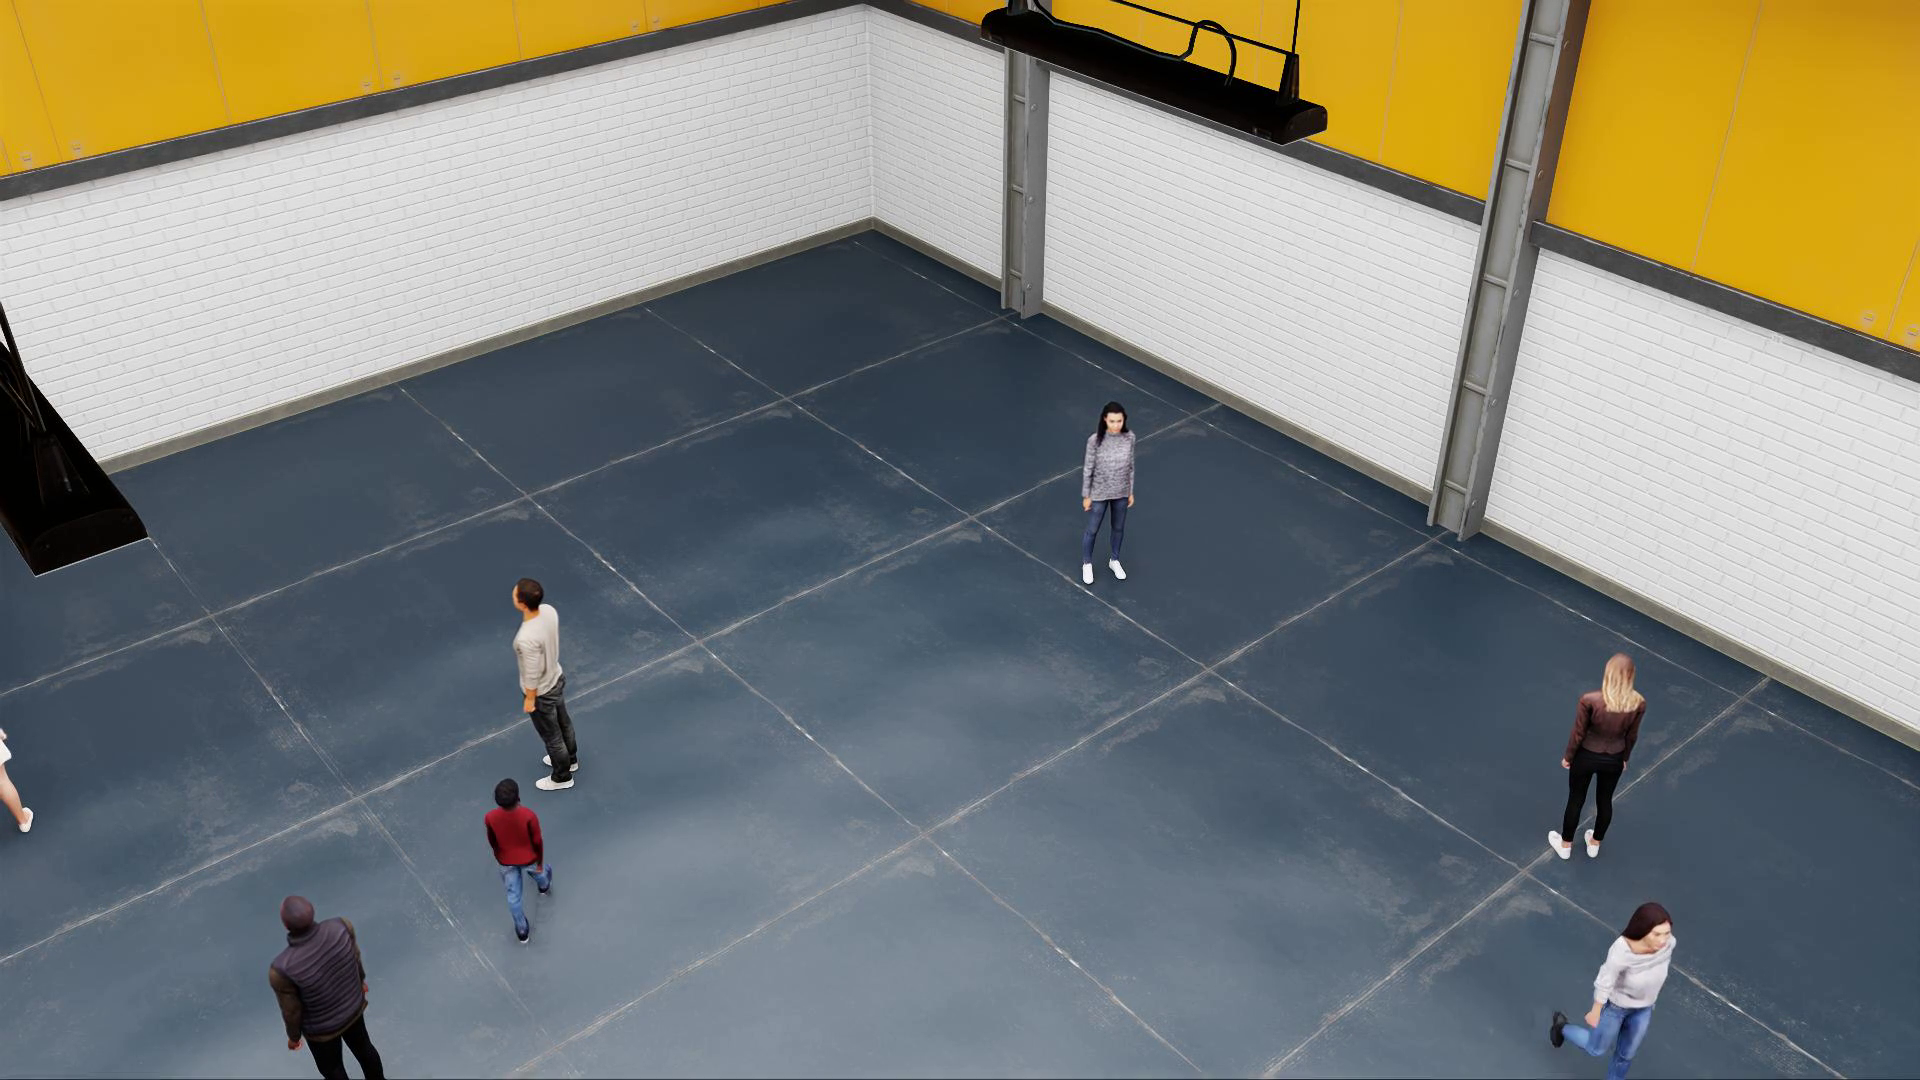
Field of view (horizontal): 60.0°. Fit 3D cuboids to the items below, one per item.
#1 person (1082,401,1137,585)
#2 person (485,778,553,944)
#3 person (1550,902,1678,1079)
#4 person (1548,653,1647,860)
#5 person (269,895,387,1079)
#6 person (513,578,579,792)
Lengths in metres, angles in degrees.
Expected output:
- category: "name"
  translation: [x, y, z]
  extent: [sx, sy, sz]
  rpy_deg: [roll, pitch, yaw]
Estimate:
- category: "person"
  translation: [1.285, -0.426, 14.277]
  extent: [0.694, 1.731, 0.683]
  rpy_deg: [-7, 34, -10]
- category: "person"
  translation: [-2.906, 2.117, 10.910]
  extent: [0.755, 1.225, 0.916]
  rpy_deg: [-6, 34, -9]
- category: "person"
  translation: [3.827, 2.667, 9.727]
  extent: [0.809, 1.618, 0.979]
  rpy_deg: [-11, 35, -15]
- category: "person"
  translation: [4.380, 1.496, 11.412]
  extent: [0.665, 1.703, 0.711]
  rpy_deg: [1, 34, 1]
- category: "person"
  translation: [-3.587, 2.698, 9.484]
  extent: [0.678, 1.835, 0.756]
  rpy_deg: [20, 39, 28]
- category: "person"
  translation: [-2.995, 1.030, 12.015]
  extent: [0.770, 1.812, 0.719]
  rpy_deg: [4, 34, 6]
